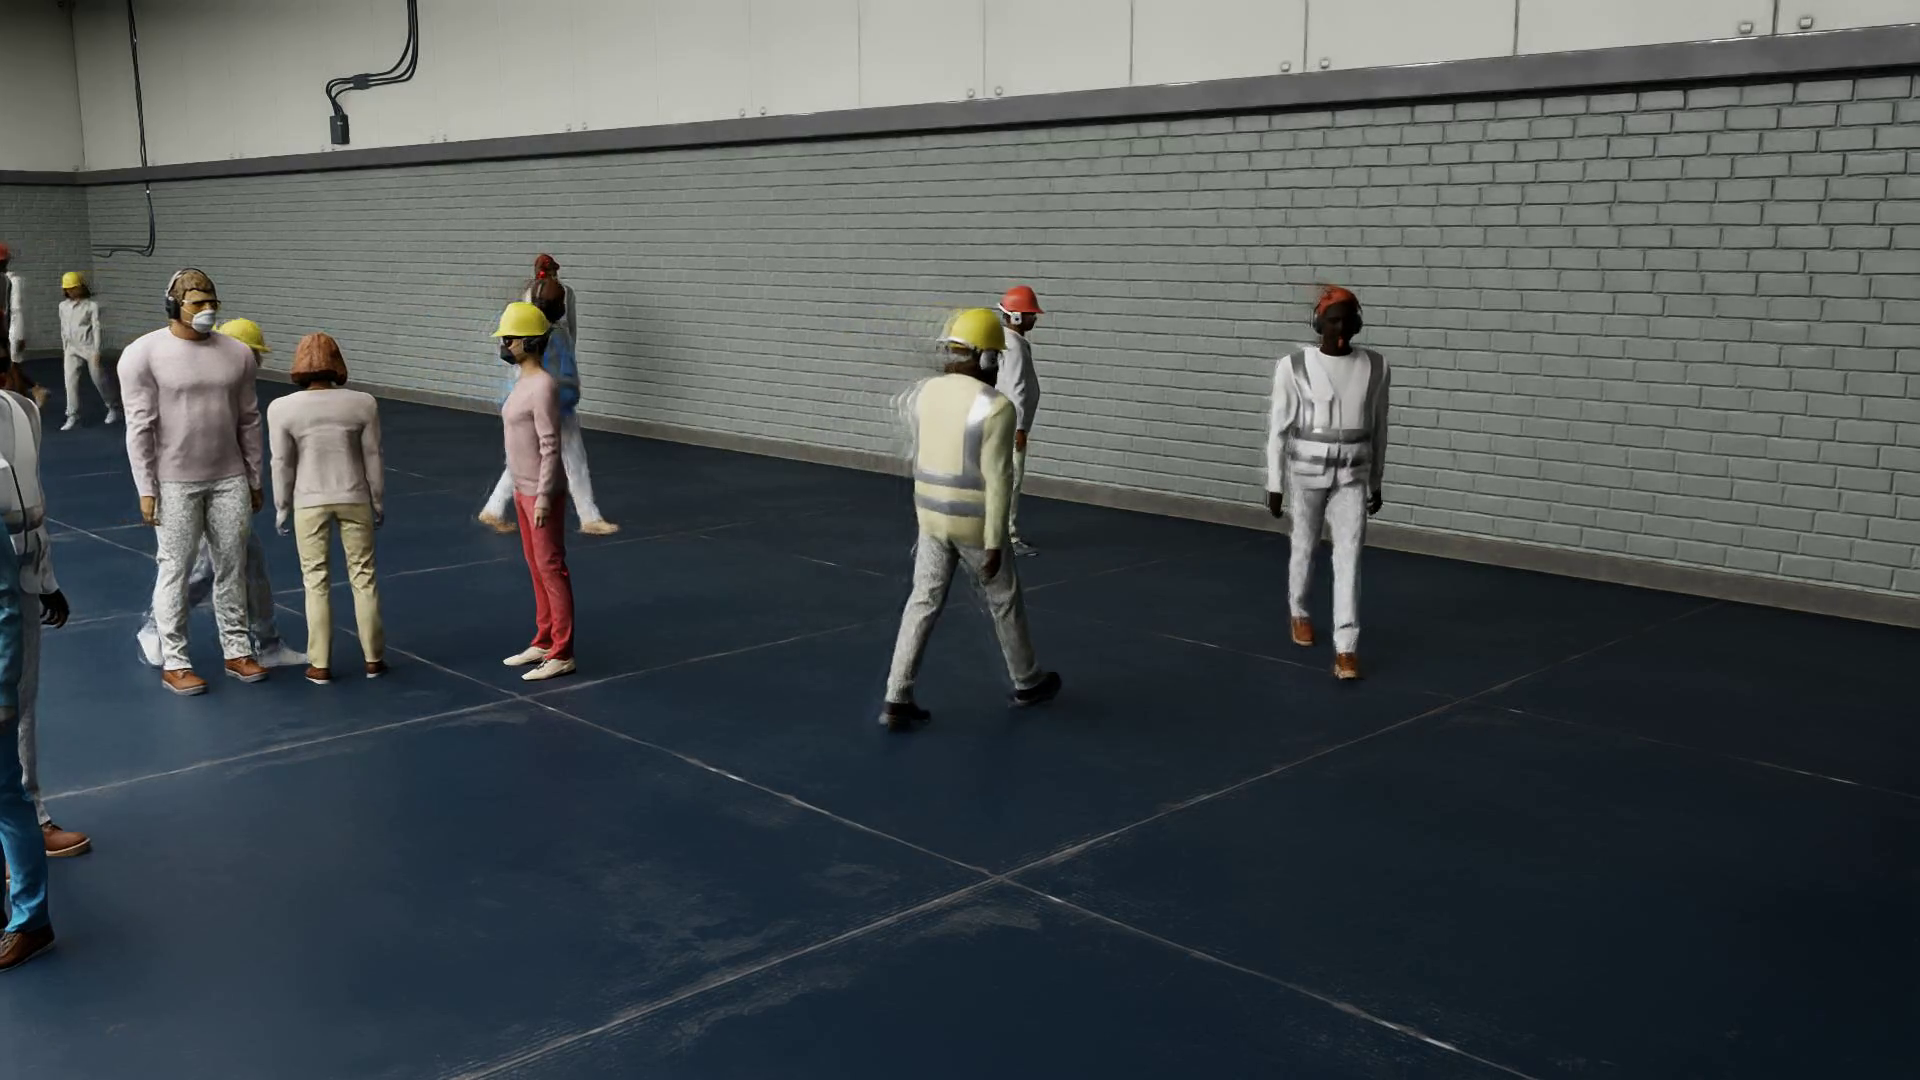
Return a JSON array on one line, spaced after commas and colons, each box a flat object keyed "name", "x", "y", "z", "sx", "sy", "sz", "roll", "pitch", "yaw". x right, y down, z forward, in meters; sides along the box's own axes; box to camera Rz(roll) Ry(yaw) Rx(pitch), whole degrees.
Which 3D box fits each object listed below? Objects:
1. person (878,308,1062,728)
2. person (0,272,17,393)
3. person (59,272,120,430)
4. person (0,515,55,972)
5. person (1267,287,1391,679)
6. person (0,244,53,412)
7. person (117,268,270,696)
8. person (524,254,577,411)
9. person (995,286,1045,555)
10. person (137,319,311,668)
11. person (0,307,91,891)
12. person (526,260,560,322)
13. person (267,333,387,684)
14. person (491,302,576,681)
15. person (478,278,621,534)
[{"name": "person", "x": 0.022, "y": -0.094, "z": 7.099, "sx": 0.604, "sy": 1.774, "sz": 0.980, "roll": 8, "pitch": 13, "yaw": 38}, {"name": "person", "x": -10.425, "y": -2.204, "z": 17.854, "sx": 0.371, "sy": 2.044, "sz": 0.608, "roll": 1, "pitch": 10, "yaw": 5}, {"name": "person", "x": -9.505, "y": -2.069, "z": 18.099, "sx": 0.491, "sy": 1.697, "sz": 0.898, "roll": 0, "pitch": 10, "yaw": 2}, {"name": "person", "x": -2.828, "y": 0.415, "z": 4.694, "sx": 0.507, "sy": 1.631, "sz": 0.280, "roll": 6, "pitch": 12, "yaw": 31}, {"name": "person", "x": 1.784, "y": -0.310, "z": 8.112, "sx": 0.595, "sy": 1.837, "sz": 0.999, "roll": 0, "pitch": 10, "yaw": 0}, {"name": "person", "x": -10.599, "y": -2.332, "z": 18.656, "sx": 0.661, "sy": 2.007, "sz": 0.623, "roll": 7, "pitch": 13, "yaw": 34}, {"name": "person", "x": -3.476, "y": -0.267, "z": 7.617, "sx": 0.362, "sy": 1.932, "sz": 0.630, "roll": 8, "pitch": 13, "yaw": 39}, {"name": "person", "x": -4.106, "y": -1.911, "z": 16.687, "sx": 0.356, "sy": 1.887, "sz": 0.573, "roll": 10, "pitch": 14, "yaw": 42}, {"name": "person", "x": 0.377, "y": -0.783, "z": 10.900, "sx": 0.343, "sy": 1.749, "sz": 0.573, "roll": -1, "pitch": 10, "yaw": -5}, {"name": "person", "x": -3.590, "y": -0.210, "z": 7.949, "sx": 0.815, "sy": 1.695, "sz": 0.513, "roll": -2, "pitch": 11, "yaw": -9}, {"name": "person", "x": -3.129, "y": 0.166, "z": 5.371, "sx": 0.358, "sy": 1.883, "sz": 0.572, "roll": 2, "pitch": 11, "yaw": 10}, {"name": "person", "x": -4.059, "y": -1.801, "z": 16.217, "sx": 0.390, "sy": 1.838, "sz": 0.563, "roll": -2, "pitch": 11, "yaw": -11}, {"name": "person", "x": -2.928, "y": -0.145, "z": 7.744, "sx": 0.498, "sy": 1.633, "sz": 0.280, "roll": -5, "pitch": 11, "yaw": -25}, {"name": "person", "x": -2.008, "y": -0.225, "z": 7.821, "sx": 0.315, "sy": 1.769, "sz": 0.524, "roll": -5, "pitch": 12, "yaw": -27}, {"name": "person", "x": -2.907, "y": -0.907, "z": 11.483, "sx": 0.950, "sy": 1.798, "sz": 0.639, "roll": 2, "pitch": 11, "yaw": 8}]
